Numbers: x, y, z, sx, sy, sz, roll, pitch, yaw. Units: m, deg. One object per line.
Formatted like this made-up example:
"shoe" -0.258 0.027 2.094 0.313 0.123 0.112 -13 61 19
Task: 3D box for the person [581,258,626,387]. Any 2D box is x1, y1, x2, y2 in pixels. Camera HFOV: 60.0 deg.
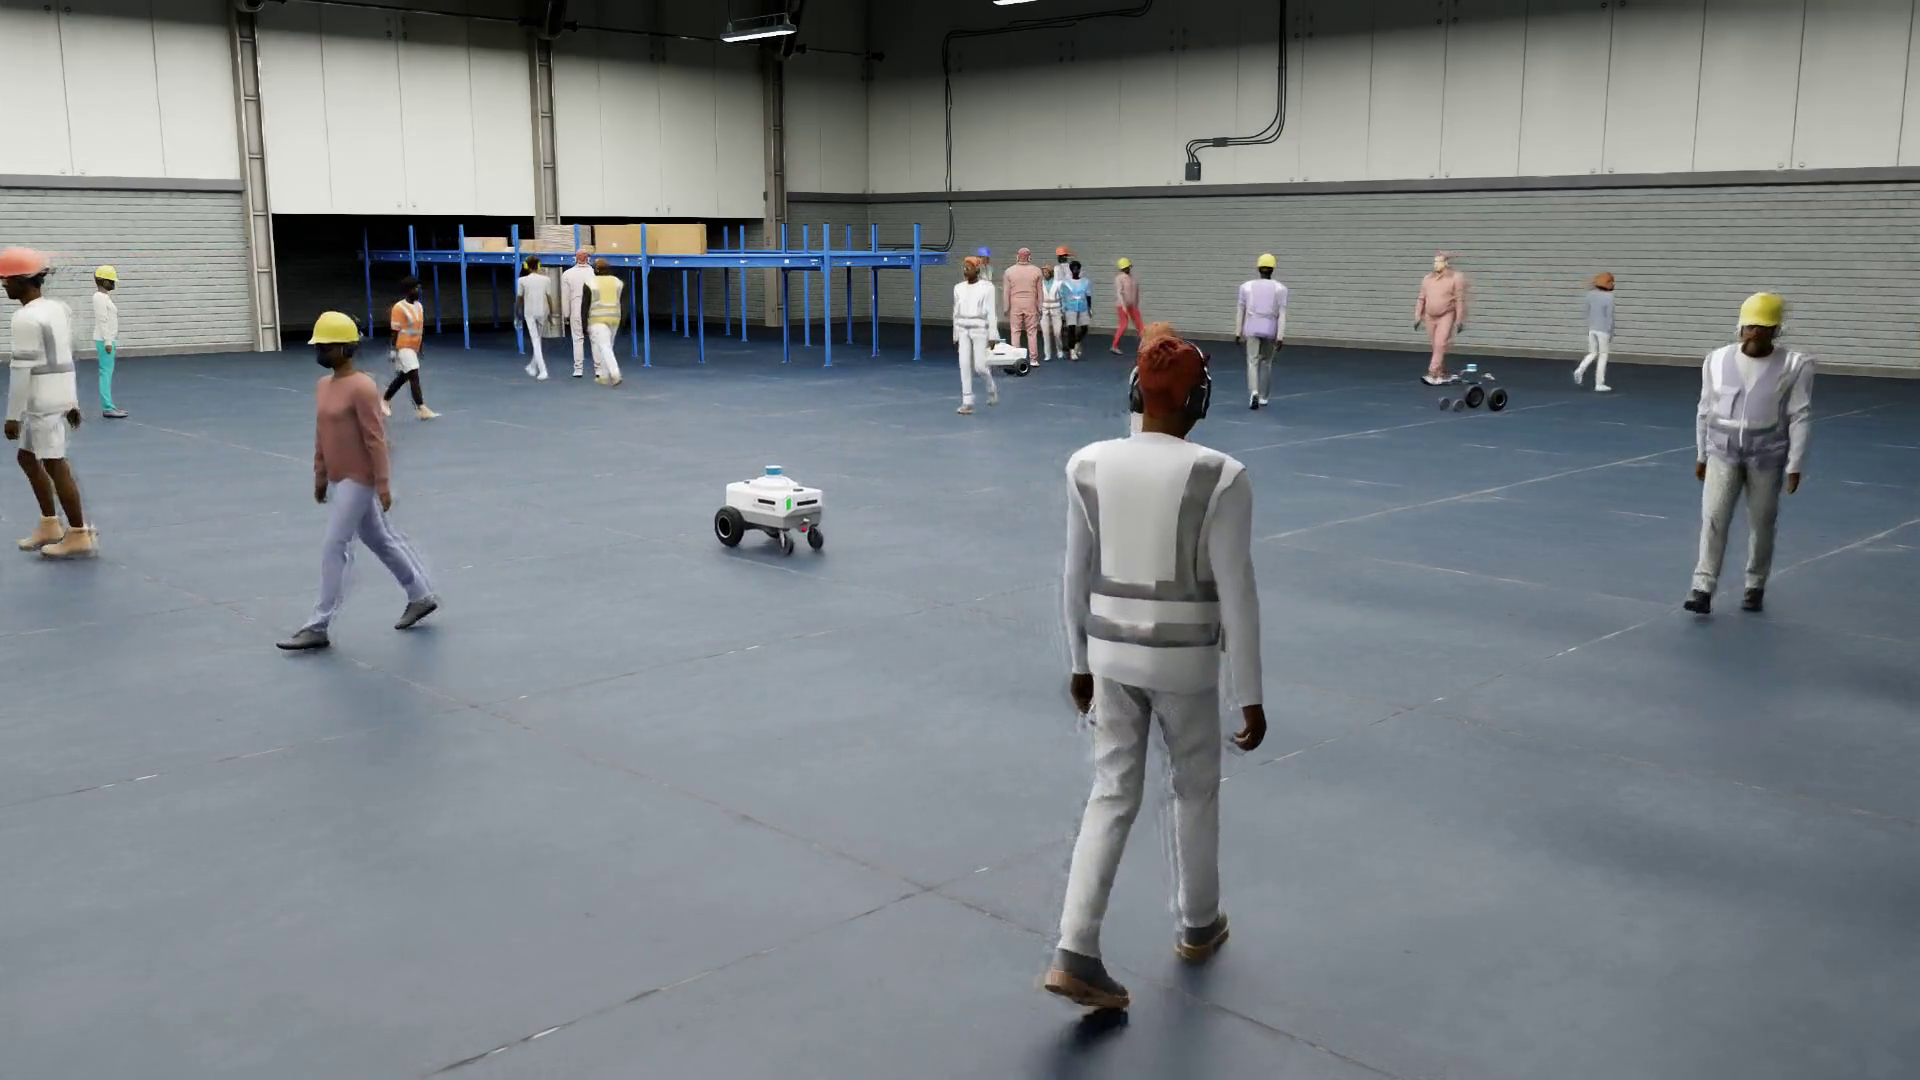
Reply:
"person" -4.988 -3.064 23.432 0.631 1.804 0.946 -8 13 -38

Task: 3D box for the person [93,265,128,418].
"person" -9.948 -2.318 19.445 0.327 1.760 0.523 -5 11 -23

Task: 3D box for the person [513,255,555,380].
"person" -6.332 -3.307 24.667 0.545 1.816 0.970 -7 13 -35

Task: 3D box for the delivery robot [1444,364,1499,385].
"delivery robot" 6.249 -2.029 20.295 0.698 0.223 0.335 -5 11 -23

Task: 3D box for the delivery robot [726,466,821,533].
"delivery robot" -1.274 -0.265 11.385 0.707 0.478 0.477 10 14 43

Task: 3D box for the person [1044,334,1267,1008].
"person" 0.535 0.361 4.614 0.645 1.850 0.908 6 12 30

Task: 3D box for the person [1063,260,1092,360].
"person" 1.989 -3.921 28.382 0.565 1.679 0.505 -2 11 -11

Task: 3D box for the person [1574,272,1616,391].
"person" 8.689 -2.839 22.663 0.463 1.616 0.516 -4 11 -22

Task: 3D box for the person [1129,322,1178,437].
"person" 1.197 -0.544 10.219 0.882 1.585 0.512 -6 12 -30

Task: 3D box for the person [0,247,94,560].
"person" -6.050 -0.877 10.826 0.673 2.023 0.620 -2 11 -9

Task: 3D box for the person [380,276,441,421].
"person" -6.429 -2.213 19.155 0.853 1.655 0.565 2 11 11

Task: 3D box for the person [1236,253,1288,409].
"person" 3.708 -2.570 20.460 0.602 1.895 0.906 1 10 8

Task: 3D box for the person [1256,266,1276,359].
"person" 5.058 -3.785 27.663 0.540 1.684 0.582 0 10 -2

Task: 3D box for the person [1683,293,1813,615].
"person" 4.362 -0.459 9.229 0.603 1.784 0.903 7 13 35

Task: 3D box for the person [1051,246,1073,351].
"person" 1.840 -4.442 30.599 0.796 1.904 0.553 10 15 44

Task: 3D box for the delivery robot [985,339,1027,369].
"delivery robot" 0.649 -2.805 25.225 0.707 0.478 0.477 -4 11 -21

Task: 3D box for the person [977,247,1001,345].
"person" 0.425 -4.512 31.047 0.638 1.890 1.024 -10 14 -42

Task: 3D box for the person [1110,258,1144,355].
"person" 3.026 -4.135 29.518 0.572 1.708 0.576 -7 12 -33

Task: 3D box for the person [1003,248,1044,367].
"person" 1.024 -3.738 26.781 0.651 1.906 0.401 0 10 2

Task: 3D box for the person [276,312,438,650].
"person" -3.166 -0.332 8.710 0.916 1.727 0.534 -10 14 -44

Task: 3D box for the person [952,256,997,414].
"person" 0.188 -2.457 19.898 0.591 1.865 0.597 6 12 31

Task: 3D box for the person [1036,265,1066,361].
"person" 1.530 -3.830 28.055 0.536 1.614 0.457 3 11 16

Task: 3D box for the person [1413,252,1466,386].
"person" 6.649 -3.077 23.287 0.976 1.861 0.657 -9 14 -40

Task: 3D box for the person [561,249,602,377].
"person" -5.629 -3.398 24.923 0.643 1.908 0.399 -3 11 -16
